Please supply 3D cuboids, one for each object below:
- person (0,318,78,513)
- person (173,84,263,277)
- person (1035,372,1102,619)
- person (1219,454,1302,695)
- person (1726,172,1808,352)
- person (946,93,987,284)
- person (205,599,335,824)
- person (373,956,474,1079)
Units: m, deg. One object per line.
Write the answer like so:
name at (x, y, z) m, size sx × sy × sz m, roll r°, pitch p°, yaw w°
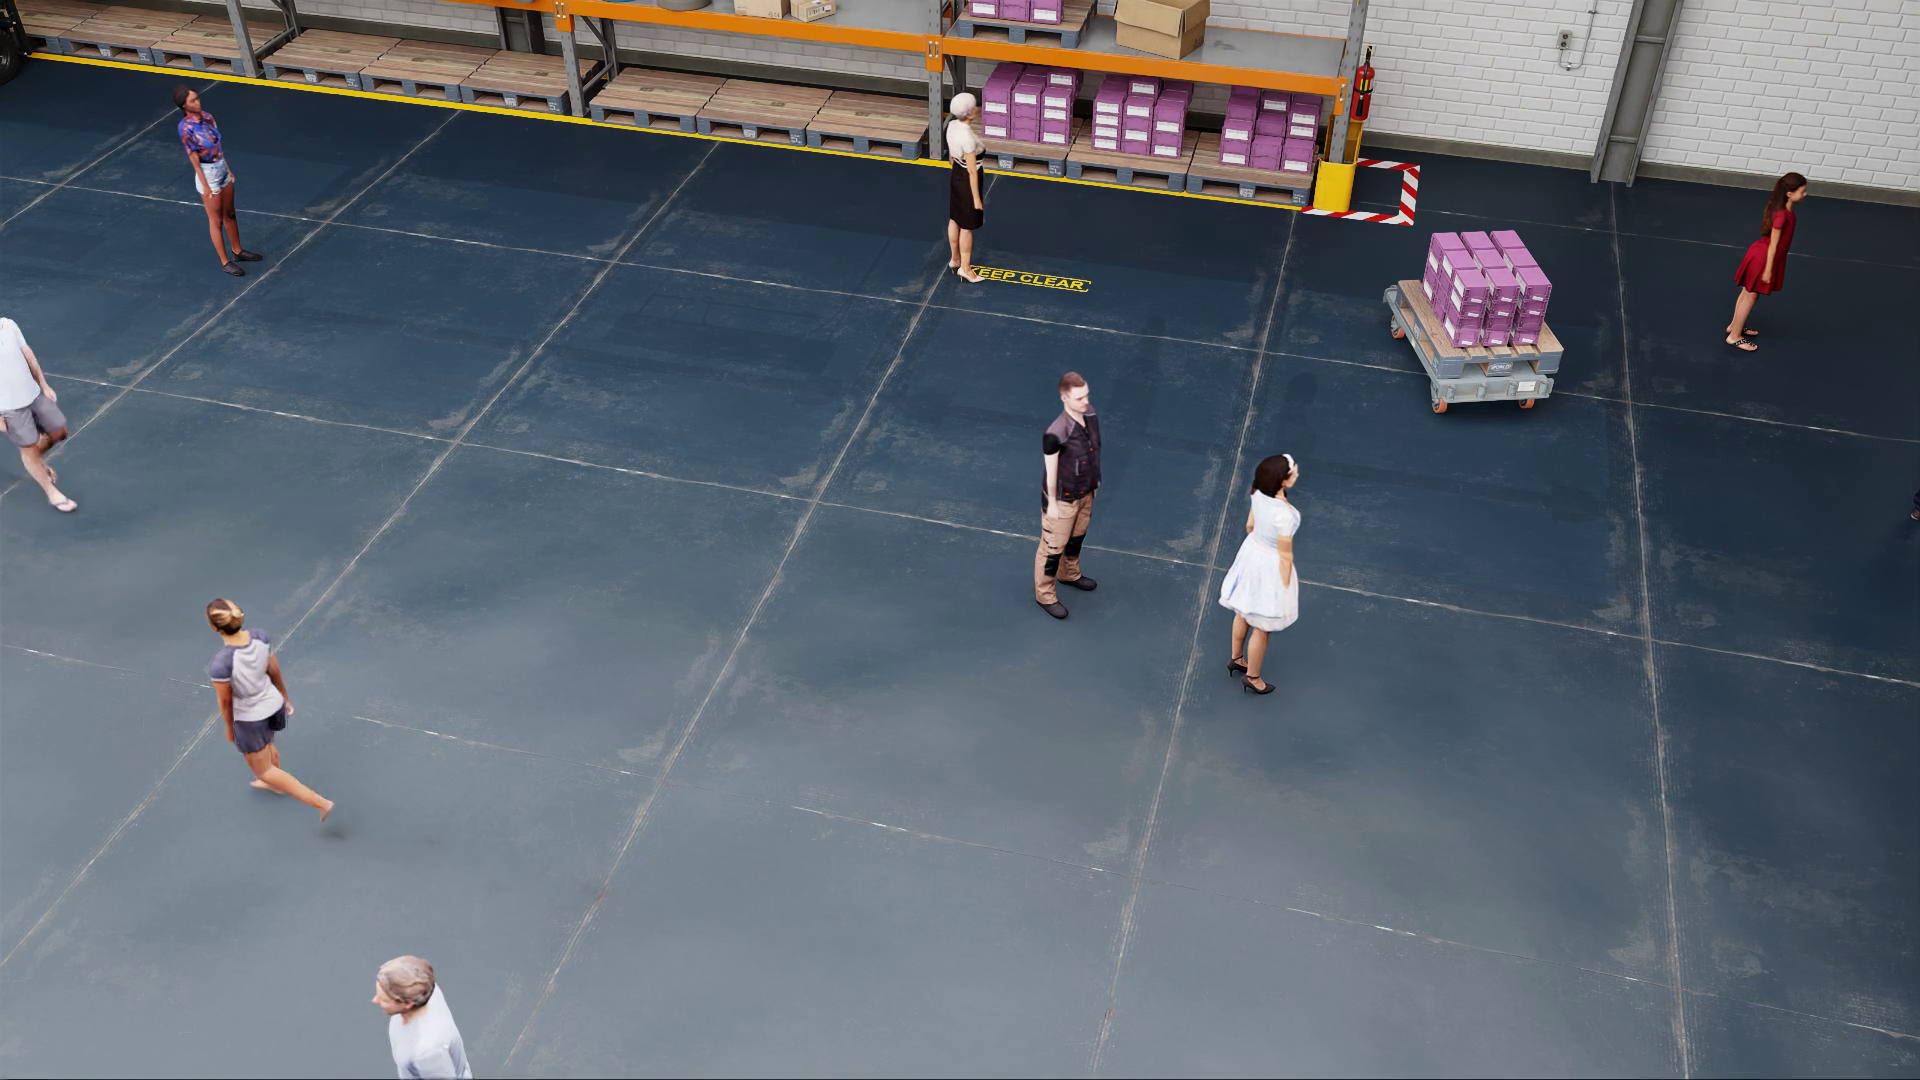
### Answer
person at (-6.880, -1.026, 12.030) m, size 0.879 × 1.815 × 0.773 m, roll 19°, pitch 42°, yaw 22°
person at (-6.671, -3.225, 14.842) m, size 0.521 × 1.743 × 0.592 m, roll 8°, pitch 39°, yaw 9°
person at (0.718, -0.347, 11.158) m, size 0.726 × 1.842 × 0.758 m, roll 25°, pitch 45°, yaw 28°
person at (1.918, 0.215, 10.475) m, size 0.907 × 1.816 × 0.855 m, roll -14°, pitch 41°, yaw -16°
person at (6.729, -2.356, 13.905) m, size 0.639 × 1.553 × 0.584 m, roll 15°, pitch 41°, yaw 18°
person at (0.036, -3.105, 14.680) m, size 0.740 × 1.756 × 0.711 m, roll -15°, pitch 41°, yaw -18°
person at (-4.027, 1.024, 9.634) m, size 0.955 × 1.600 × 0.607 m, roll 13°, pitch 40°, yaw 16°
person at (-2.348, 2.501, 7.550) m, size 0.795 × 1.893 × 0.750 m, roll -17°, pitch 42°, yaw -20°
